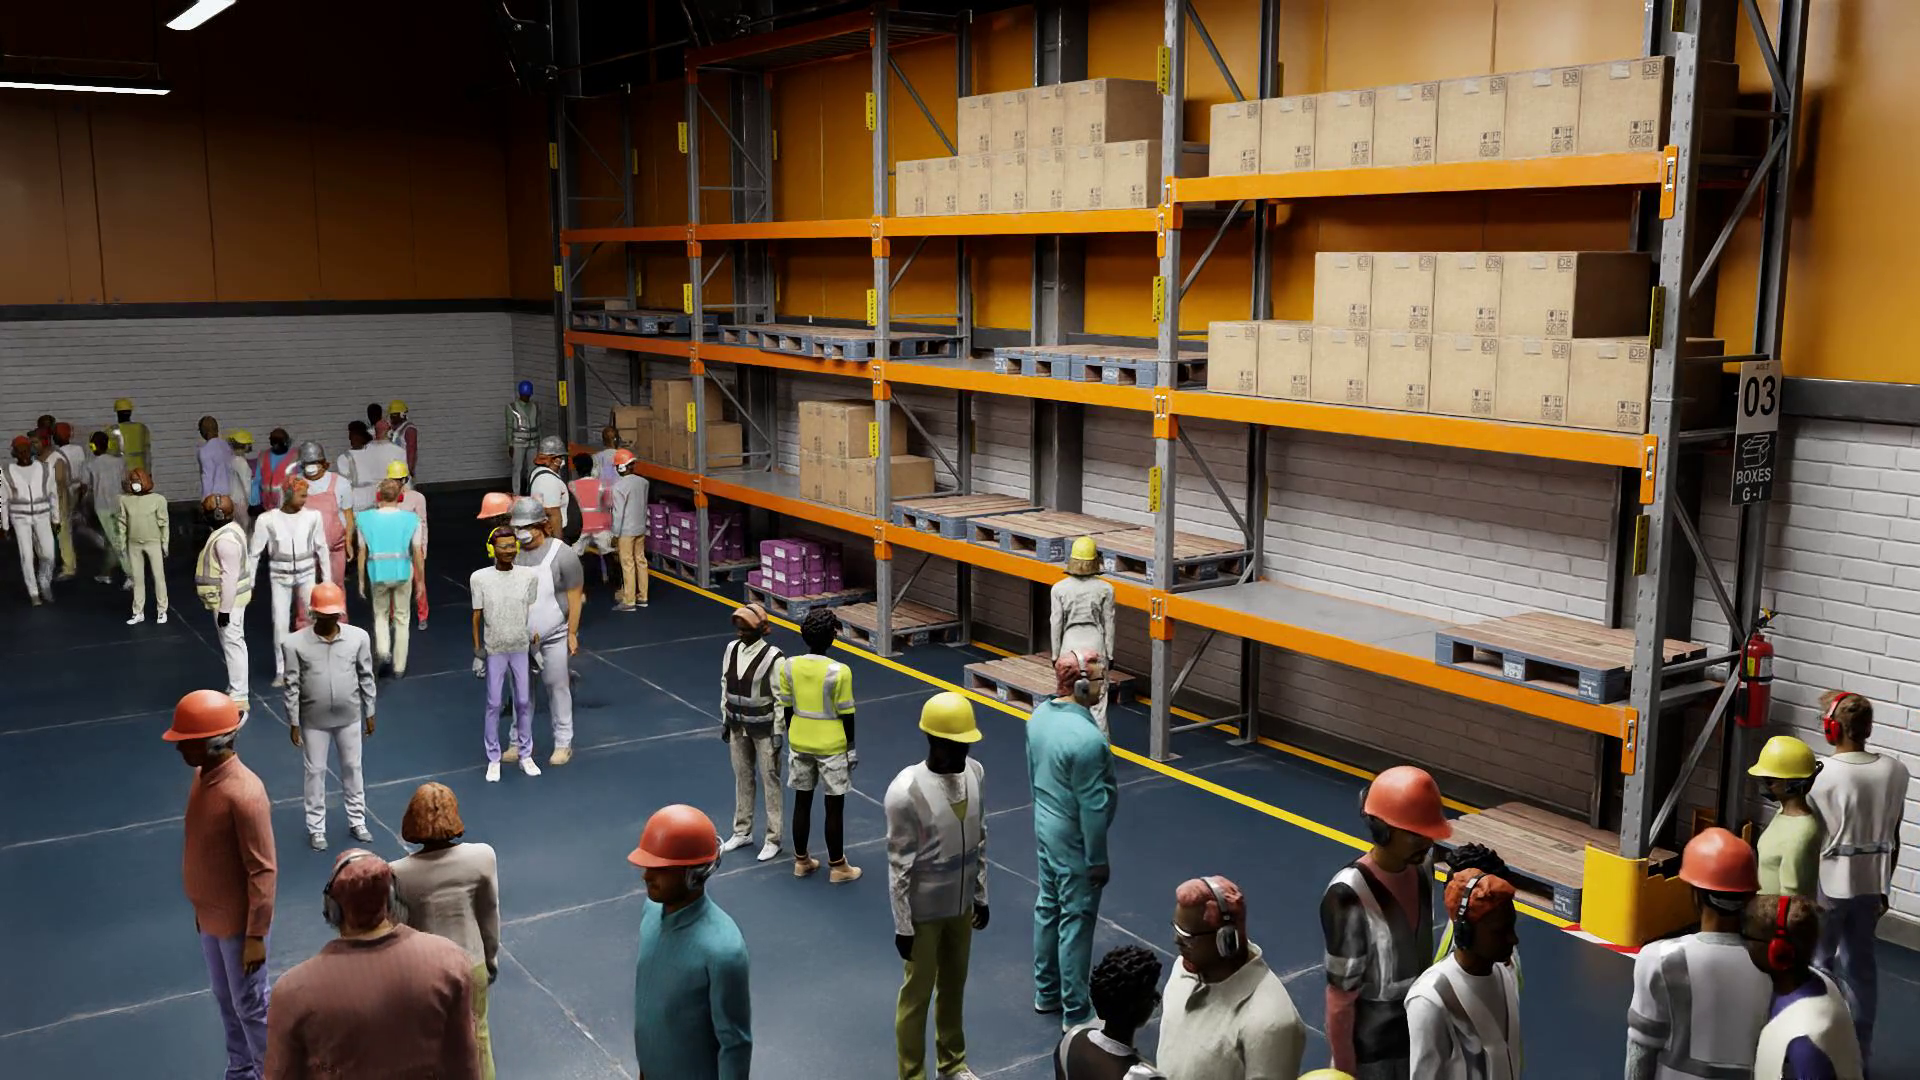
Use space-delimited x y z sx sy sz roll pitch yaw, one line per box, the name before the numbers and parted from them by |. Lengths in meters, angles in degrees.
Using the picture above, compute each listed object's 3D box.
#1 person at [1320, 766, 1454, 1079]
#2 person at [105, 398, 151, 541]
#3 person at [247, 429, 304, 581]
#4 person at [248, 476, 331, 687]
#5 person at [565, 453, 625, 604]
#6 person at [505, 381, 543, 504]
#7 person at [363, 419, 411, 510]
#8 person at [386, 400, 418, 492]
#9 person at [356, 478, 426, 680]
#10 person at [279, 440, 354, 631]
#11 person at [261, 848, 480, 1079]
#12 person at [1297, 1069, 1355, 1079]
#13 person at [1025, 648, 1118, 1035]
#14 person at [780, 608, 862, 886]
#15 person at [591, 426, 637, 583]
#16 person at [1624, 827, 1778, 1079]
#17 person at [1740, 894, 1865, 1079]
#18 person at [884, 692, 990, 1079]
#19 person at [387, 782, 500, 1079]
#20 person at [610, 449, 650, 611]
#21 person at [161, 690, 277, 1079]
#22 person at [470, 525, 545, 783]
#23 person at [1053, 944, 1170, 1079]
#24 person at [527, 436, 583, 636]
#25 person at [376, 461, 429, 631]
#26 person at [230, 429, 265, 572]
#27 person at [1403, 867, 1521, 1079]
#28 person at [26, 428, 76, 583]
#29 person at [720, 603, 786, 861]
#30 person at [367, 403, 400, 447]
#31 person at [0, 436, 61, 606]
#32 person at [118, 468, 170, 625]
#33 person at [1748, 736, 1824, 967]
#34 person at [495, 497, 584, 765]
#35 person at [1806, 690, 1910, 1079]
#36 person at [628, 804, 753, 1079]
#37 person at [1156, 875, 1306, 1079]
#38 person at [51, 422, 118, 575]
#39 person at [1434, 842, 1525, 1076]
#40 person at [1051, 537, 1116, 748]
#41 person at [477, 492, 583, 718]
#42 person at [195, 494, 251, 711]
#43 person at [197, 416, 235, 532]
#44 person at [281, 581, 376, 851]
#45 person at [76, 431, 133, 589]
person | 1.534 1.787 5.973 0.609 2.032 0.410 -9 13 -44
person | -11.131 -0.937 22.275 0.392 1.923 0.590 6 12 33
person | -8.010 -0.418 19.610 0.626 1.798 0.935 2 10 10
person | -6.018 0.362 14.818 0.771 1.873 0.413 -6 11 -33
person | -3.965 -0.124 18.246 0.762 1.671 0.318 -3 10 -15
person | -6.592 -1.452 25.241 0.602 1.939 0.399 -9 13 -43
person | -6.735 -0.473 19.587 0.644 1.907 0.399 3 10 15
person | -7.787 -1.052 23.230 0.403 1.824 0.594 -9 13 -43
person | -5.109 0.354 14.957 0.594 1.824 0.459 -3 10 -15
person | -6.266 0.034 16.219 0.688 2.000 0.536 -3 10 -15
person | -1.985 1.933 5.533 0.654 1.877 0.797 -8 13 -40
person | 0.920 2.205 4.370 0.321 1.737 0.485 2 10 12
person | 0.576 1.470 8.182 0.404 1.911 0.636 -4 10 -21
person | -0.845 1.250 10.088 0.533 1.697 0.319 6 11 29
person | -4.038 -0.408 19.403 0.507 1.840 0.344 0 10 0
person | 2.484 1.906 5.559 0.545 1.930 0.387 1 10 7
person | 2.751 2.019 5.357 0.964 1.781 0.574 5 11 28
person | -0.075 1.602 7.377 0.397 1.920 0.586 9 13 41
person | -2.171 1.811 6.983 0.500 1.633 0.283 -7 12 -37
person | -3.579 -0.114 17.935 0.331 1.749 0.561 4 11 25
person | -3.141 1.606 7.130 0.389 1.990 0.625 -9 13 -44
person | -3.291 0.817 12.112 0.514 1.877 0.328 -5 11 -26
person | 0.484 2.087 5.198 0.320 1.694 0.532 -6 11 -29
person | -4.054 -0.047 16.696 0.535 2.000 0.681 -5 11 -25
person | -5.655 0.066 16.874 0.523 1.759 0.350 0 10 1
person | -8.541 -0.456 19.951 0.551 1.749 0.544 -6 12 -33
person | 1.622 1.967 5.338 0.356 1.883 0.574 8 13 41
person | -10.626 -0.389 19.348 0.567 1.815 0.582 4 10 21
person | -1.305 1.203 10.534 0.511 1.640 0.309 6 12 33
person | -7.589 -0.834 21.710 0.611 1.901 0.694 -2 10 -9
person | -10.113 -0.199 18.095 0.598 1.865 0.439 -7 12 -36
person | -8.449 0.064 17.234 0.498 1.634 0.279 -1 10 -5
person | 3.552 1.709 7.216 0.341 1.760 0.525 4 10 22
person | -3.186 0.679 12.432 0.688 2.000 0.536 2 10 11
person | 4.032 1.603 7.607 0.562 1.838 0.388 -2 10 -10
person | -0.928 1.857 5.647 0.374 1.997 0.613 -8 13 -40
person | 0.802 1.976 5.265 0.400 1.895 0.653 -4 10 -21
person | -10.512 -0.487 19.831 0.699 1.866 0.578 2 10 12
person | 1.893 1.929 6.122 0.320 1.694 0.533 0 10 1
person | 0.917 0.840 12.360 0.483 1.745 0.301 1 10 8
person | -3.571 0.524 13.747 0.738 1.905 0.582 -3 10 -16
person | -6.155 0.525 13.921 0.429 1.844 0.626 -4 11 -23
person | -8.812 -0.508 19.717 0.371 1.933 0.627 1 10 4
person | -4.039 1.122 10.702 0.567 1.744 0.350 -6 11 -32
person | -9.780 -0.337 19.110 0.995 1.815 0.534 7 12 34
